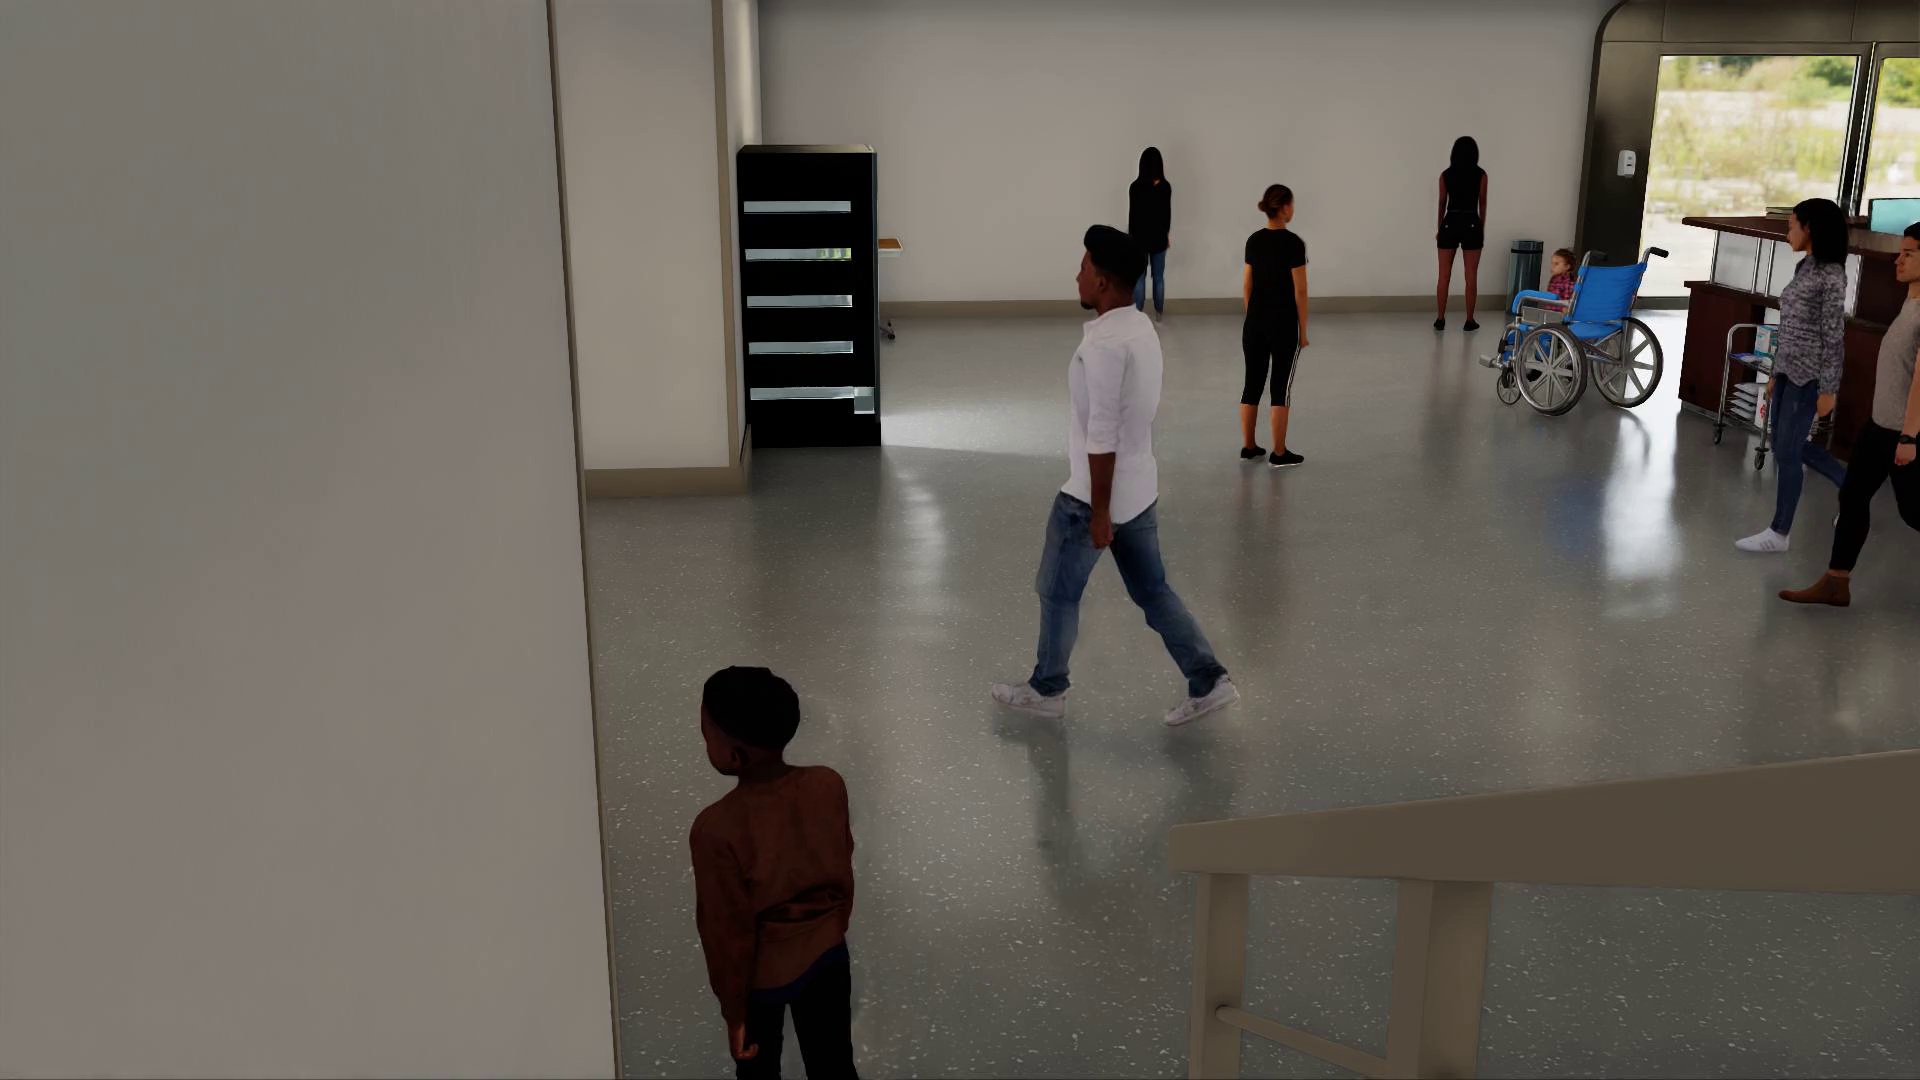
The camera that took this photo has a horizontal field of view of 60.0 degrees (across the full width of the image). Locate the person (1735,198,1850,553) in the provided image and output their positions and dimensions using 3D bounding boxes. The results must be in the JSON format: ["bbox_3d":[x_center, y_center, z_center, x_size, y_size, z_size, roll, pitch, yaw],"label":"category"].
[{"bbox_3d":[4.210,-0.787,8.131,0.819,1.711,0.922,1,16,4],"label":"person"}]

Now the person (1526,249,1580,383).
[{"bbox_3d":[4.589,-1.682,12.610,0.628,1.003,0.738,-6,17,-21],"label":"person"}]

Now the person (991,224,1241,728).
[{"bbox_3d":[0.603,-0.165,5.803,1.135,1.778,1.196,9,18,28],"label":"person"}]

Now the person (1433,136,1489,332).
[{"bbox_3d":[4.569,-2.793,15.187,0.682,1.743,0.678,7,17,22],"label":"person"}]

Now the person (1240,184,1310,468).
[{"bbox_3d":[1.879,-1.293,10.002,0.638,1.669,0.715,15,22,43],"label":"person"}]

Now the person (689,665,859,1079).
[{"bbox_3d":[-0.305,0.850,3.205,0.788,1.233,0.974,-9,18,-30],"label":"person"}]

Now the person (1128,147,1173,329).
[{"bbox_3d":[1.750,-2.798,15.381,0.564,1.647,0.520,-2,16,-8],"label":"person"}]

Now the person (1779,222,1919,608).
[{"bbox_3d":[4.104,-0.466,7.040,0.908,1.684,1.105,4,16,13],"label":"person"}]
